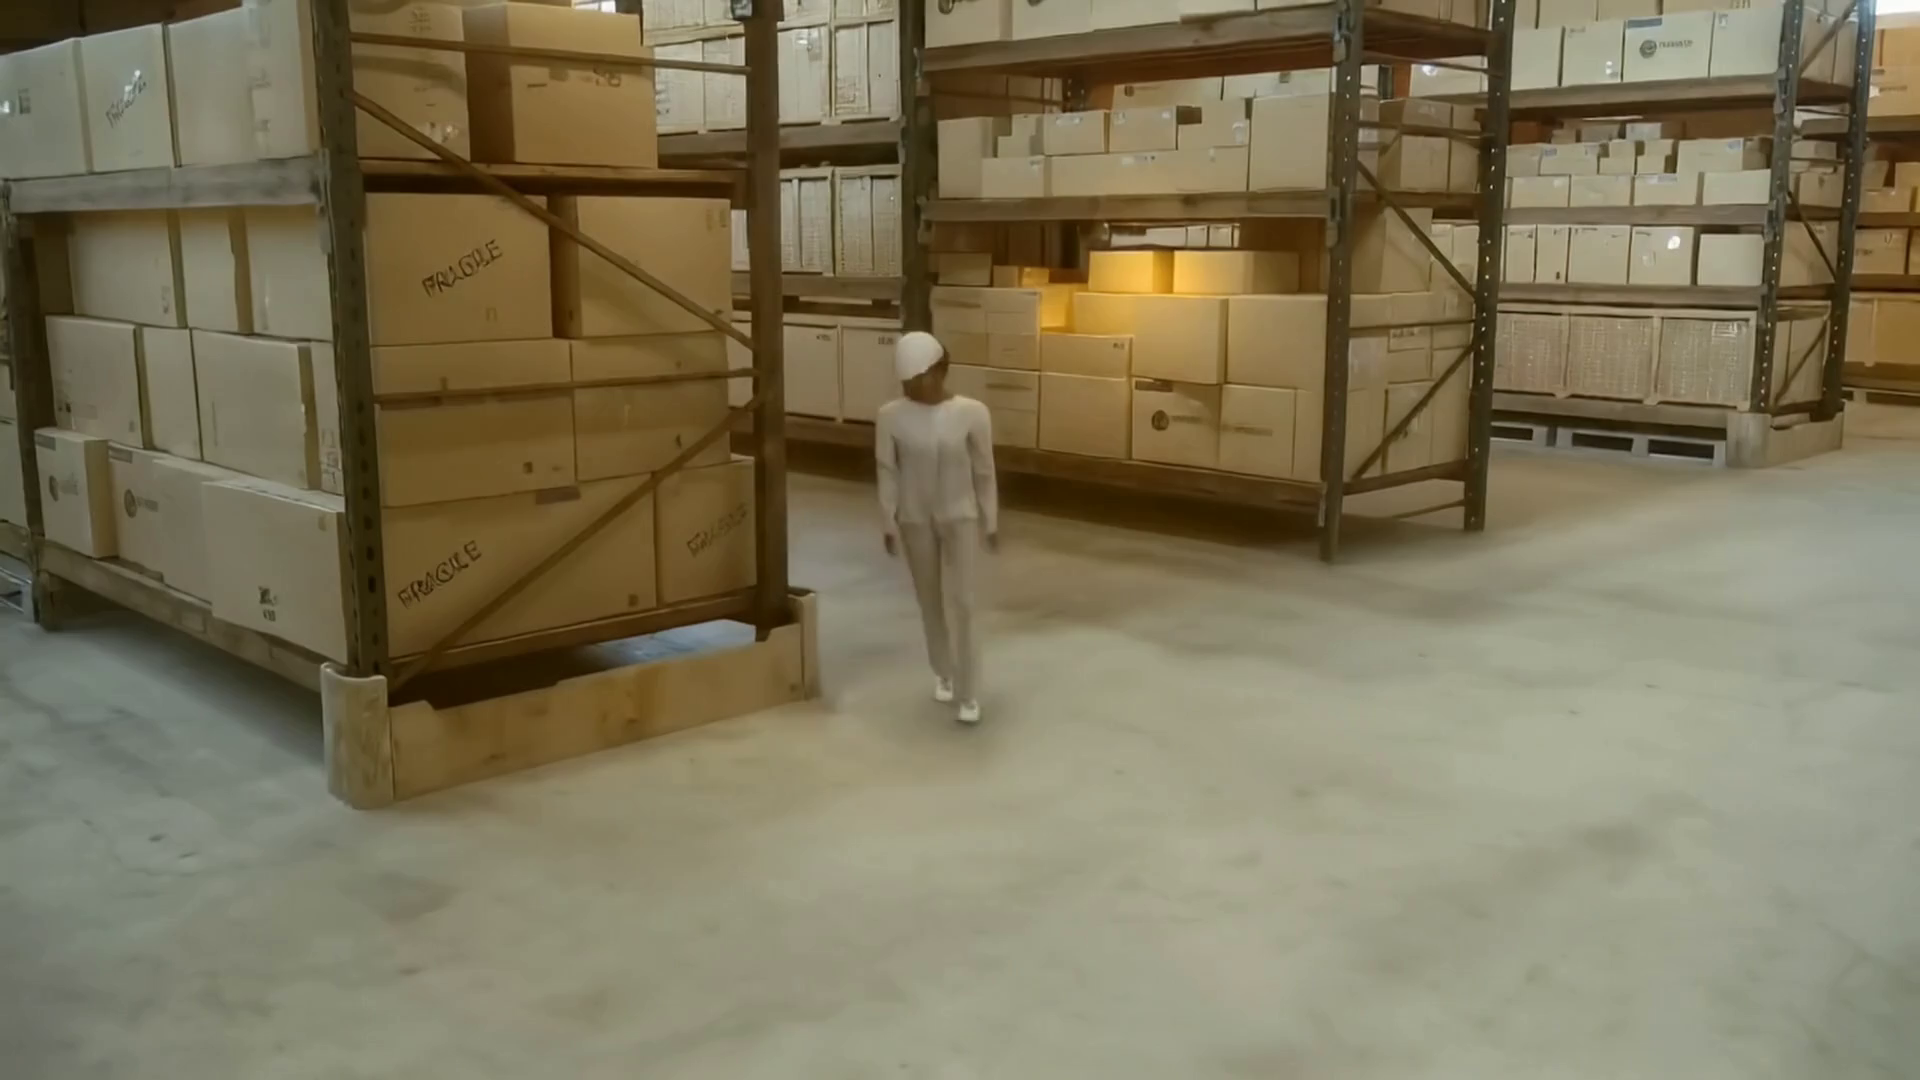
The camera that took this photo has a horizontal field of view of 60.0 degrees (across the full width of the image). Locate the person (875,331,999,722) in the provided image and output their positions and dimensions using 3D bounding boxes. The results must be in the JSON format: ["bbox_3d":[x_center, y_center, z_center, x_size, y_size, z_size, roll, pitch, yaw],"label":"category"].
[{"bbox_3d":[-0.102,-0.054,7.347,0.549,1.710,0.835,0,10,2],"label":"person"}]
